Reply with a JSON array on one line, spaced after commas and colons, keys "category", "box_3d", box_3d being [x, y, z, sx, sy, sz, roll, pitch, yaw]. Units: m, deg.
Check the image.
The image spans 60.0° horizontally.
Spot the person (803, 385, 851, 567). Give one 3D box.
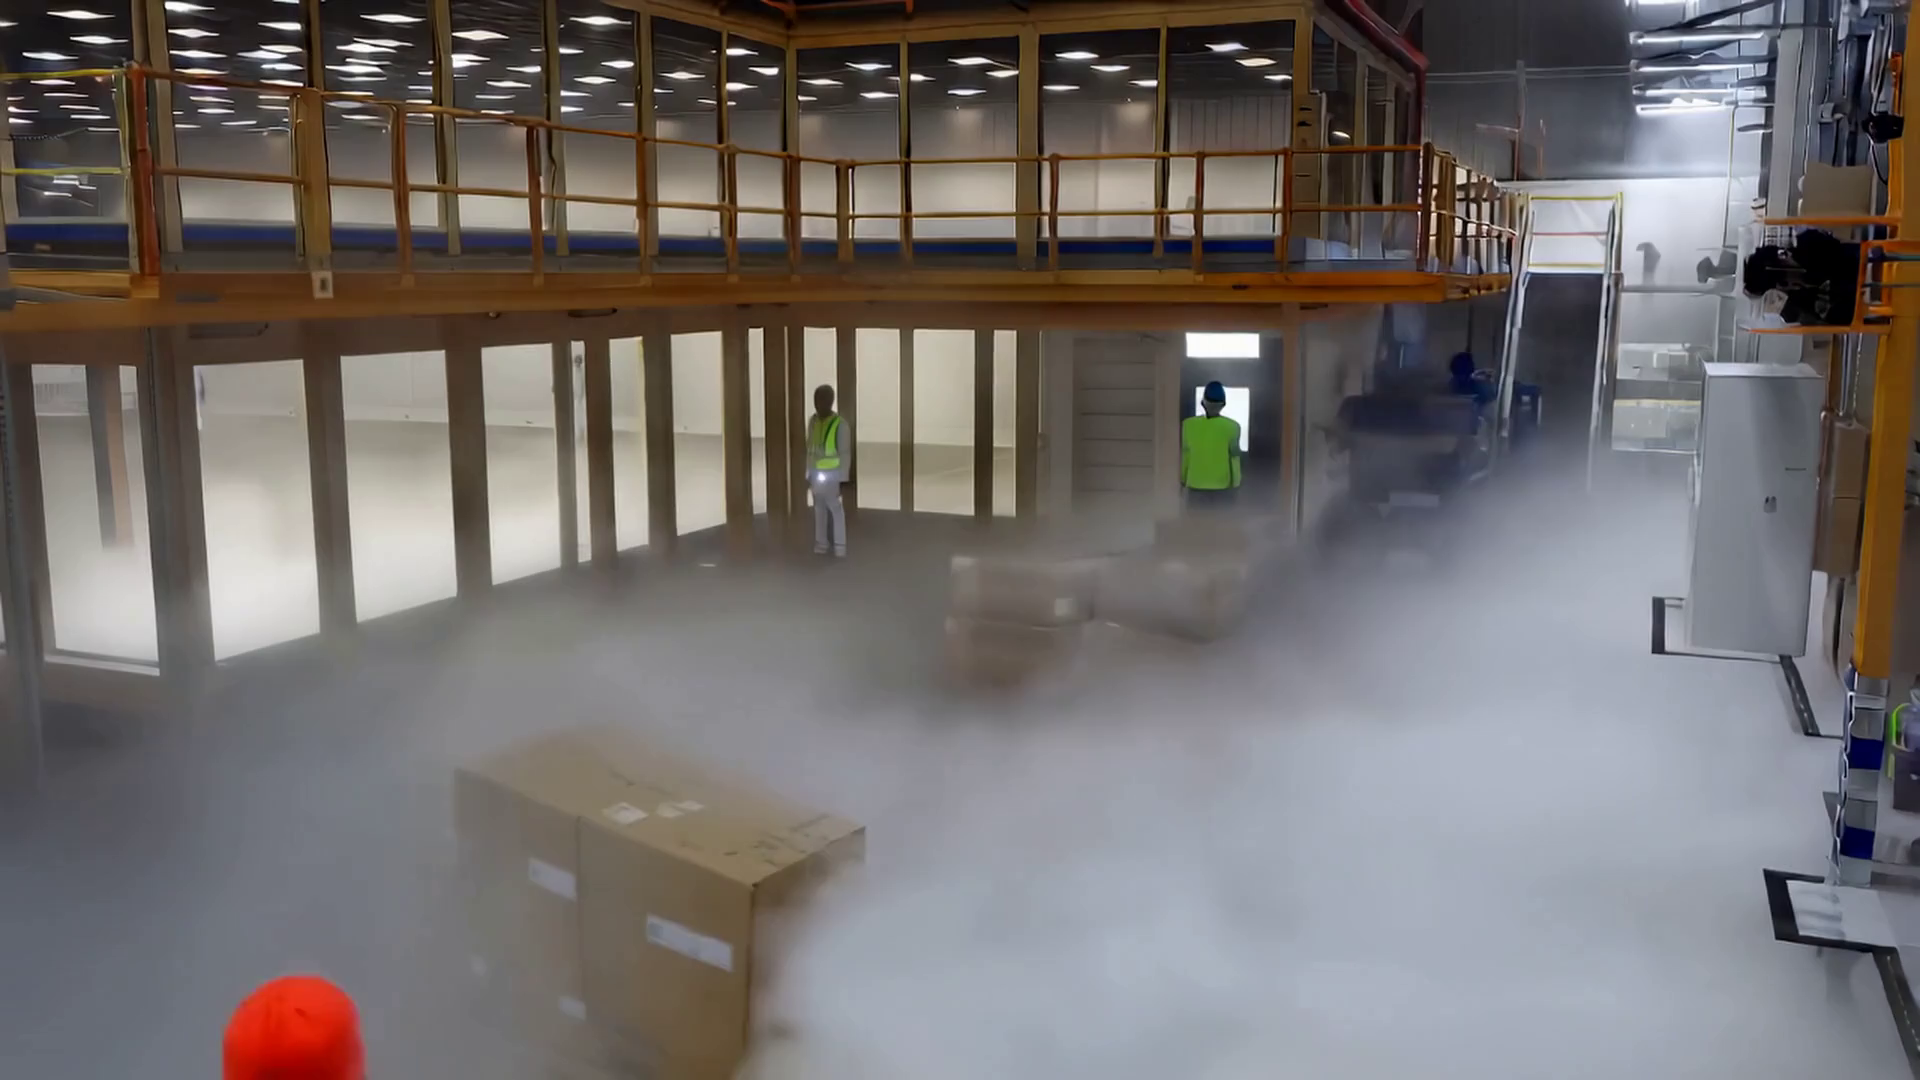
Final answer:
[{"category": "person", "box_3d": [-1.388, -0.663, 17.226, 0.582, 1.882, 0.351, 7, 12, 37]}]

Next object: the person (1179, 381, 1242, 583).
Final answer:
[{"category": "person", "box_3d": [2.450, -0.560, 16.289, 0.612, 1.986, 0.406, 1, 9, 5]}]

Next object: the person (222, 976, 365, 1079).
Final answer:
[{"category": "person", "box_3d": [-1.042, 1.670, 2.722, 0.607, 1.927, 0.503, -5, 10, -27]}]
